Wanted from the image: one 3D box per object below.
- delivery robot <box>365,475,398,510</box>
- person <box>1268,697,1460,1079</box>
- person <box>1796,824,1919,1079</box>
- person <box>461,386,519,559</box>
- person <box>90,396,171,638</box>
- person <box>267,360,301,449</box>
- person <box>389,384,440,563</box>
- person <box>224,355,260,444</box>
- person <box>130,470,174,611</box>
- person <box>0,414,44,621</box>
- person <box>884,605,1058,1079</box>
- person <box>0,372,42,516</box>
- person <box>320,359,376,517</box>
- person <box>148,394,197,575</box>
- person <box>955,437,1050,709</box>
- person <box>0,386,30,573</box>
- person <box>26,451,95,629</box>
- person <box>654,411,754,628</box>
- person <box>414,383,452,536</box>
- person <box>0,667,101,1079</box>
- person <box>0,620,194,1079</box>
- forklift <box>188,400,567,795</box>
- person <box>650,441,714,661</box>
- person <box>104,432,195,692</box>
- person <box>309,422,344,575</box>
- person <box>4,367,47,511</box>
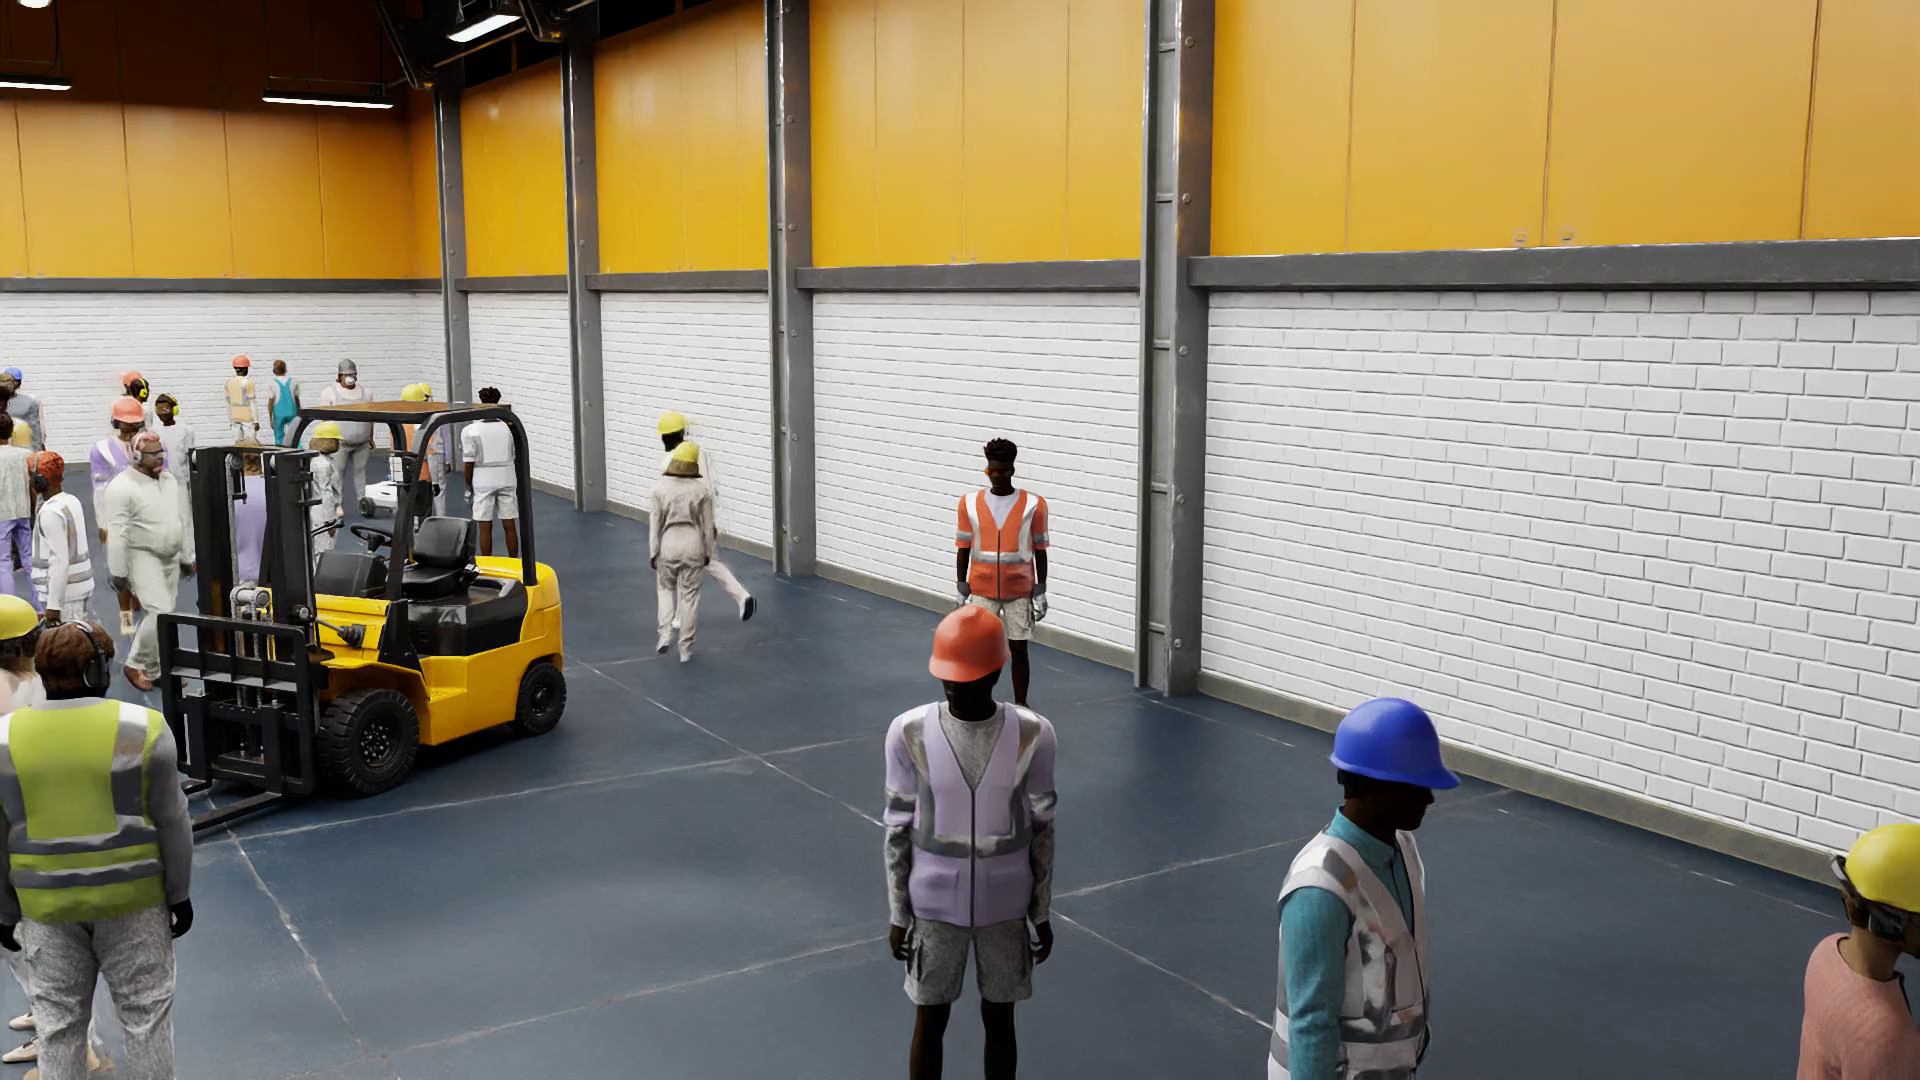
[{"bbox_3d":[-7.265,-0.589,21.241,0.707,0.478,0.477,6,10,36],"label":"delivery robot"},{"bbox_3d":[0.964,1.325,4.041,0.425,1.938,0.603,5,10,32],"label":"person"},{"bbox_3d":[1.989,1.469,3.675,0.341,1.755,0.532,3,9,17],"label":"person"},{"bbox_3d":[-4.622,-0.539,16.487,0.604,1.966,0.367,-5,10,-30],"label":"person"},{"bbox_3d":[-6.906,-0.190,13.932,0.611,2.032,0.411,-7,11,-39],"label":"person"},{"bbox_3d":[-10.792,-1.973,26.622,0.533,1.826,0.658,-6,10,-35],"label":"person"},{"bbox_3d":[-5.699,-0.664,17.453,0.587,1.930,0.361,4,9,25],"label":"person"},{"bbox_3d":[-10.954,-1.855,25.449,0.543,1.939,0.360,3,9,18],"label":"person"},{"bbox_3d":[-7.269,-0.113,14.852,0.736,1.600,0.493,6,10,36],"label":"person"},{"bbox_3d":[-8.201,-0.165,14.344,0.329,1.862,0.512,5,10,28],"label":"person"},{"bbox_3d":[0.037,1.148,5.234,0.547,1.930,0.382,0,8,-2],"label":"person"},{"bbox_3d":[-11.538,-1.079,20.269,0.635,1.929,0.381,-5,10,-29],"label":"person"},{"bbox_3d":[-7.885,-1.326,21.543,0.673,2.000,0.536,-7,11,-39],"label":"person"},{"bbox_3d":[-8.057,-0.567,17.044,0.512,1.862,0.322,1,8,6],"label":"person"},{"bbox_3d":[0.268,0.313,10.743,0.618,1.963,0.361,1,9,8],"label":"person"},{"bbox_3d":[-9.827,-0.613,17.034,0.637,1.944,0.420,2,9,11],"label":"person"},{"bbox_3d":[-5.780,0.360,10.707,0.361,1.882,0.575,-3,9,-17],"label":"person"},{"bbox_3d":[-2.207,-0.150,14.135,0.815,1.890,0.609,4,9,27],"label":"person"},{"bbox_3d":[-6.336,-0.952,19.751,0.588,1.823,0.403,-2,9,-15],"label":"person"},{"bbox_3d":[-3.570,1.111,5.996,0.974,1.784,0.652,3,9,19],"label":"person"},{"bbox_3d":[-2.809,1.170,5.404,0.619,1.840,0.430,-2,9,-13],"label":"person"},{"bbox_3d":[-3.529,0.258,10.348,1.214,2.155,2.313,4,9,25],"label":"forklift"},{"bbox_3d":[-2.178,0.090,13.063,0.499,1.722,0.384,-1,8,-7],"label":"person"},{"bbox_3d":[-5.806,0.163,12.019,0.431,1.892,0.646,1,9,9],"label":"person"},{"bbox_3d":[-5.647,-0.189,14.885,0.324,1.740,0.492,-4,9,-27],"label":"person"},{"bbox_3d":[-12.091,-1.251,21.392,0.604,1.939,0.414,-6,10,-35],"label":"person"}]
